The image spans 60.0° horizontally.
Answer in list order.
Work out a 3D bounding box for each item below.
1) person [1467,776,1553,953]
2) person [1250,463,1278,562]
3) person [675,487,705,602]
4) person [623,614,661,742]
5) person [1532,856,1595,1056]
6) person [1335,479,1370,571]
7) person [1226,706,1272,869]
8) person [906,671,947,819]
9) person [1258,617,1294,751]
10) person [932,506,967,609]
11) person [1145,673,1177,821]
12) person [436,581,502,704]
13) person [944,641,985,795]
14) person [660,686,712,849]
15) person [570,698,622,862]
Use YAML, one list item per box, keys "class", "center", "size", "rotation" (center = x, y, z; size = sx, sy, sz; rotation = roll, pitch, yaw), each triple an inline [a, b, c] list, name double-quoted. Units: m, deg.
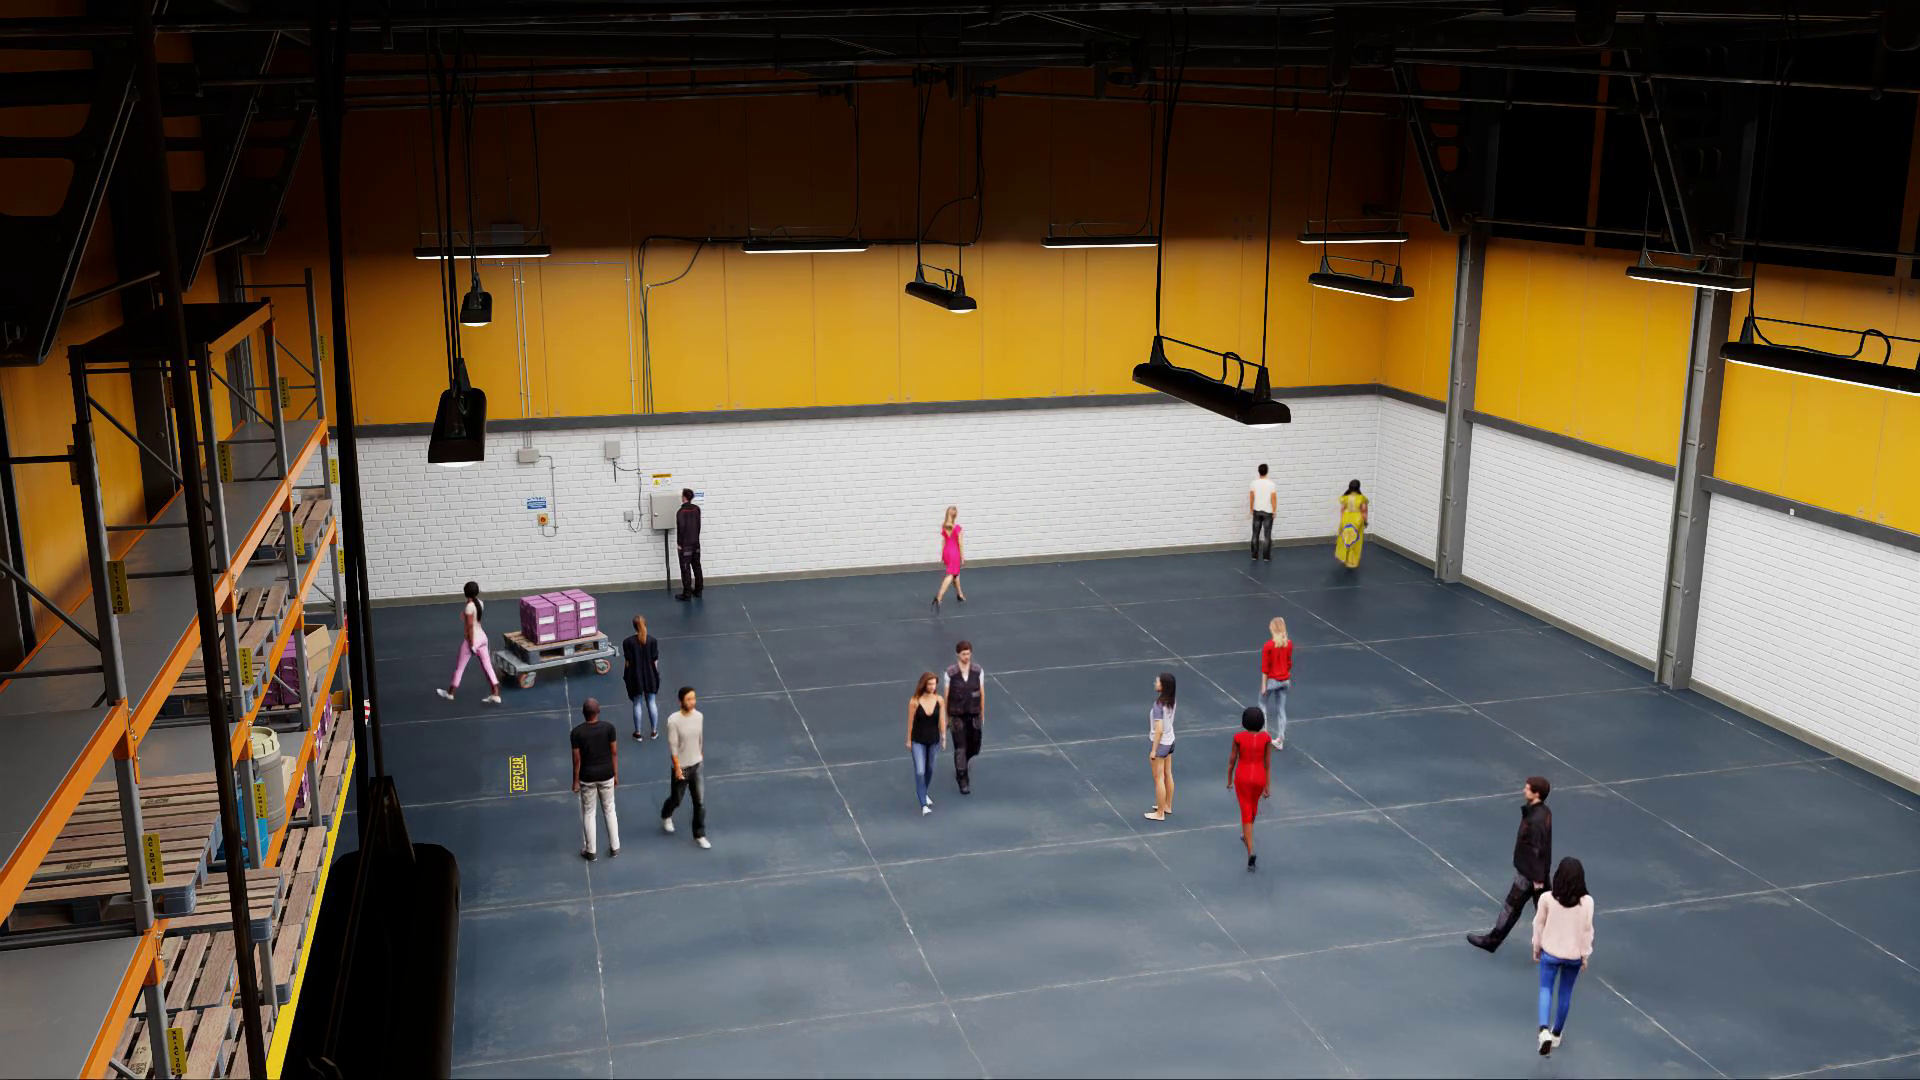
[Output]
- class: "person"
  center: [5.464, 3.119, 15.597]
  size: [1.208, 1.790, 1.230]
  rotation: [5, 14, 20]
- class: "person"
  center: [5.564, -0.519, 30.597]
  size: [0.715, 1.803, 0.752]
  rotation: [6, 15, 24]
- class: "person"
  center: [-4.565, 0.049, 27.995]
  size: [0.818, 1.921, 0.779]
  rotation: [9, 16, 34]
- class: "person"
  center: [-4.097, 1.761, 21.440]
  size: [0.625, 1.680, 0.550]
  rotation: [-4, 14, -16]
- class: "person"
  center: [5.050, 3.530, 13.978]
  size: [0.954, 1.752, 1.057]
  rotation: [5, 15, 22]
- class: "person"
  center: [7.030, -0.254, 29.858]
  size: [1.029, 1.634, 1.098]
  rotation: [6, 15, 24]
- class: "person"
  center: [3.096, 2.656, 17.710]
  size: [0.770, 1.696, 1.135]
  rotation: [0, 14, -1]
- class: "person"
  center: [-0.423, 2.305, 19.197]
  size: [0.668, 1.677, 1.050]
  rotation: [-5, 14, -20]
- class: "person"
  center: [4.048, 1.844, 21.084]
  size: [0.680, 1.685, 0.787]
  rotation: [-5, 15, -20]
- class: "person"
  center: [-0.184, 0.312, 27.411]
  size: [1.063, 1.686, 0.986]
  rotation: [13, 18, 42]
- class: "person"
  center: [2.308, 2.334, 18.962]
  size: [0.710, 1.732, 0.653]
  rotation: [8, 16, 30]
- class: "person"
  center: [-6.541, 1.434, 22.759]
  size: [1.028, 1.694, 1.137]
  rotation: [3, 14, 12]
- class: "person"
  center: [0.027, 2.070, 19.837]
  size: [0.654, 1.833, 0.928]
  rotation: [-3, 14, -13]
- class: "person"
  center: [-3.079, 2.464, 18.301]
  size: [0.927, 1.790, 1.166]
  rotation: [-11, 18, -39]
- class: "person"
  center: [-3.910, 2.561, 17.871]
  size: [0.689, 1.805, 0.645]
  rotation: [-6, 15, -22]
